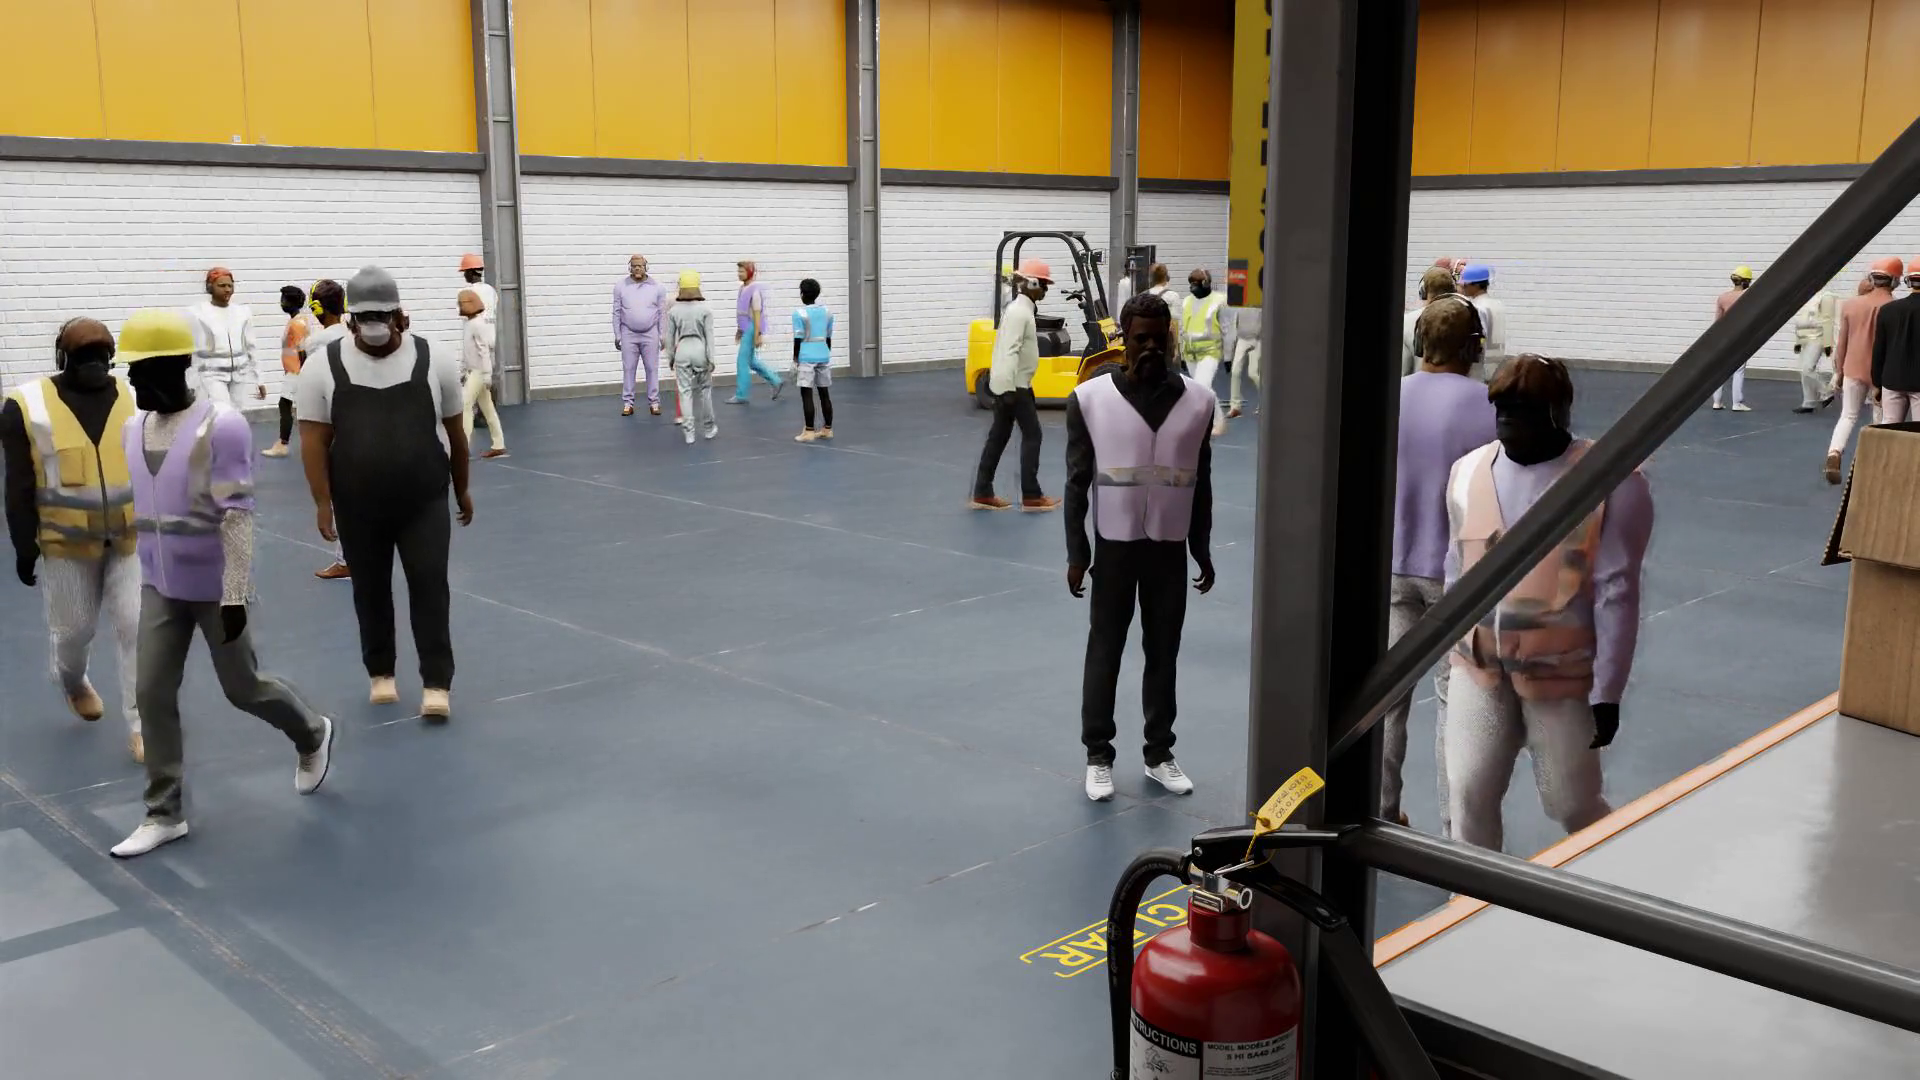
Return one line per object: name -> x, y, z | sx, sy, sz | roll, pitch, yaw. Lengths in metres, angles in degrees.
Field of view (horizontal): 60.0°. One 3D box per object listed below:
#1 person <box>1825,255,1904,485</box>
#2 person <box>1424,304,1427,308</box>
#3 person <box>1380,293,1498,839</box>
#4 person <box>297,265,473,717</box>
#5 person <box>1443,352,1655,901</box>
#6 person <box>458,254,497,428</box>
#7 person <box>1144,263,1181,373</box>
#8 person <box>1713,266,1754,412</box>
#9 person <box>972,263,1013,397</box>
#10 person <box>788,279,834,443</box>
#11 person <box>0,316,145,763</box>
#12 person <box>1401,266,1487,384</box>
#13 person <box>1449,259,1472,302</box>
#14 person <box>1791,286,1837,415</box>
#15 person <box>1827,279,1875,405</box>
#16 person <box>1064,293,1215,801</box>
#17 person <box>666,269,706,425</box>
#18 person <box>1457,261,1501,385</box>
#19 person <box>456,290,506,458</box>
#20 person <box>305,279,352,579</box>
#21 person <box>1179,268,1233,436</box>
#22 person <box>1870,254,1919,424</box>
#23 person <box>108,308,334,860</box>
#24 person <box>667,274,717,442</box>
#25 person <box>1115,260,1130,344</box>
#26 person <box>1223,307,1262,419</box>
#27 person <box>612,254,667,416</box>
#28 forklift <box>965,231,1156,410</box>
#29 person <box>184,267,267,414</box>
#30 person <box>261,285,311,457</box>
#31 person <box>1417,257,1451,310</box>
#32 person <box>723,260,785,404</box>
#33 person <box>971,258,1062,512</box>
person -> 7.642, -1.407, 13.997 | 0.801, 1.973, 0.613 | -10, 14, -43
person -> 3.904, -1.190, 13.741 | 0.499, 1.634, 0.288 | -10, 14, -44
person -> 1.612, 0.136, 5.681 | 0.629, 1.939, 0.372 | 8, 13, 36
person -> -2.521, -0.218, 7.334 | 0.709, 2.000, 0.891 | -3, 11, -18
person -> 1.693, 0.357, 4.822 | 0.626, 1.816, 0.774 | 10, 14, 43
person -> -5.378, -2.210, 18.519 | 0.395, 1.927, 0.543 | 3, 11, 17
person -> 2.265, -2.128, 18.338 | 0.541, 1.829, 0.566 | 9, 14, 40
person -> 9.449, -2.448, 20.249 | 0.328, 1.765, 0.532 | -7, 12, -33
person -> 0.578, -2.727, 21.767 | 0.967, 1.779, 0.576 | -3, 11, -16
person -> -1.530, -1.850, 17.225 | 0.341, 1.685, 0.613 | 9, 14, 41
person -> -3.574, -0.020, 6.869 | 0.646, 1.816, 0.807 | -8, 13, -36
person -> 3.118, -0.826, 10.945 | 0.627, 1.934, 0.370 | 0, 10, 1
person -> 4.679, -1.678, 15.658 | 0.409, 1.906, 0.652 | 8, 13, 36
person -> 10.074, -2.363, 19.655 | 0.435, 1.819, 0.585 | 1, 10, 7
person -> 11.253, -2.479, 20.865 | 0.837, 1.603, 0.523 | -5, 12, -26
person -> 0.682, 0.025, 6.338 | 0.596, 1.918, 0.380 | -3, 11, -14
person -> -3.057, -2.187, 18.876 | 0.518, 1.743, 0.602 | 7, 12, 33
person -> 4.678, -1.504, 14.715 | 0.904, 1.914, 0.617 | 7, 12, 32
person -> -4.684, -1.555, 15.782 | 0.725, 1.603, 0.534 | -5, 12, -26
person -> -3.860, -0.681, 10.343 | 0.327, 1.865, 0.521 | 5, 12, 25
person -> 2.574, -1.944, 17.437 | 0.936, 1.797, 0.630 | -10, 14, -42
person -> 7.296, -1.185, 12.722 | 0.373, 1.997, 0.619 | -8, 13, -36
person -> -2.686, 0.113, 5.950 | 0.585, 1.893, 0.871 | 4, 11, 19
person -> -2.782, -1.894, 17.321 | 0.510, 1.714, 0.711 | 0, 10, 1
person -> 2.429, -3.015, 23.188 | 0.973, 1.815, 0.557 | -1, 10, -8
person -> 3.384, -2.320, 19.344 | 0.619, 1.842, 0.518 | -10, 14, -42
person -> -3.797, -2.427, 19.747 | 0.642, 1.908, 0.410 | -2, 11, -10
forklift -> 1.222, -2.721, 20.561 | 2.313, 2.155, 1.214 | 2, 11, 13
person -> -6.016, -1.303, 13.721 | 0.605, 1.862, 0.612 | 7, 13, 34
person -> -6.364, -1.652, 16.182 | 0.840, 1.662, 0.531 | -3, 11, -16
person -> 6.105, -2.640, 21.072 | 0.642, 1.862, 1.009 | 5, 11, 24
person -> -2.632, -2.645, 21.154 | 0.776, 1.825, 0.583 | -4, 11, -20
person -> 0.475, -1.189, 12.851 | 0.824, 1.946, 0.627 | 0, 10, -2
